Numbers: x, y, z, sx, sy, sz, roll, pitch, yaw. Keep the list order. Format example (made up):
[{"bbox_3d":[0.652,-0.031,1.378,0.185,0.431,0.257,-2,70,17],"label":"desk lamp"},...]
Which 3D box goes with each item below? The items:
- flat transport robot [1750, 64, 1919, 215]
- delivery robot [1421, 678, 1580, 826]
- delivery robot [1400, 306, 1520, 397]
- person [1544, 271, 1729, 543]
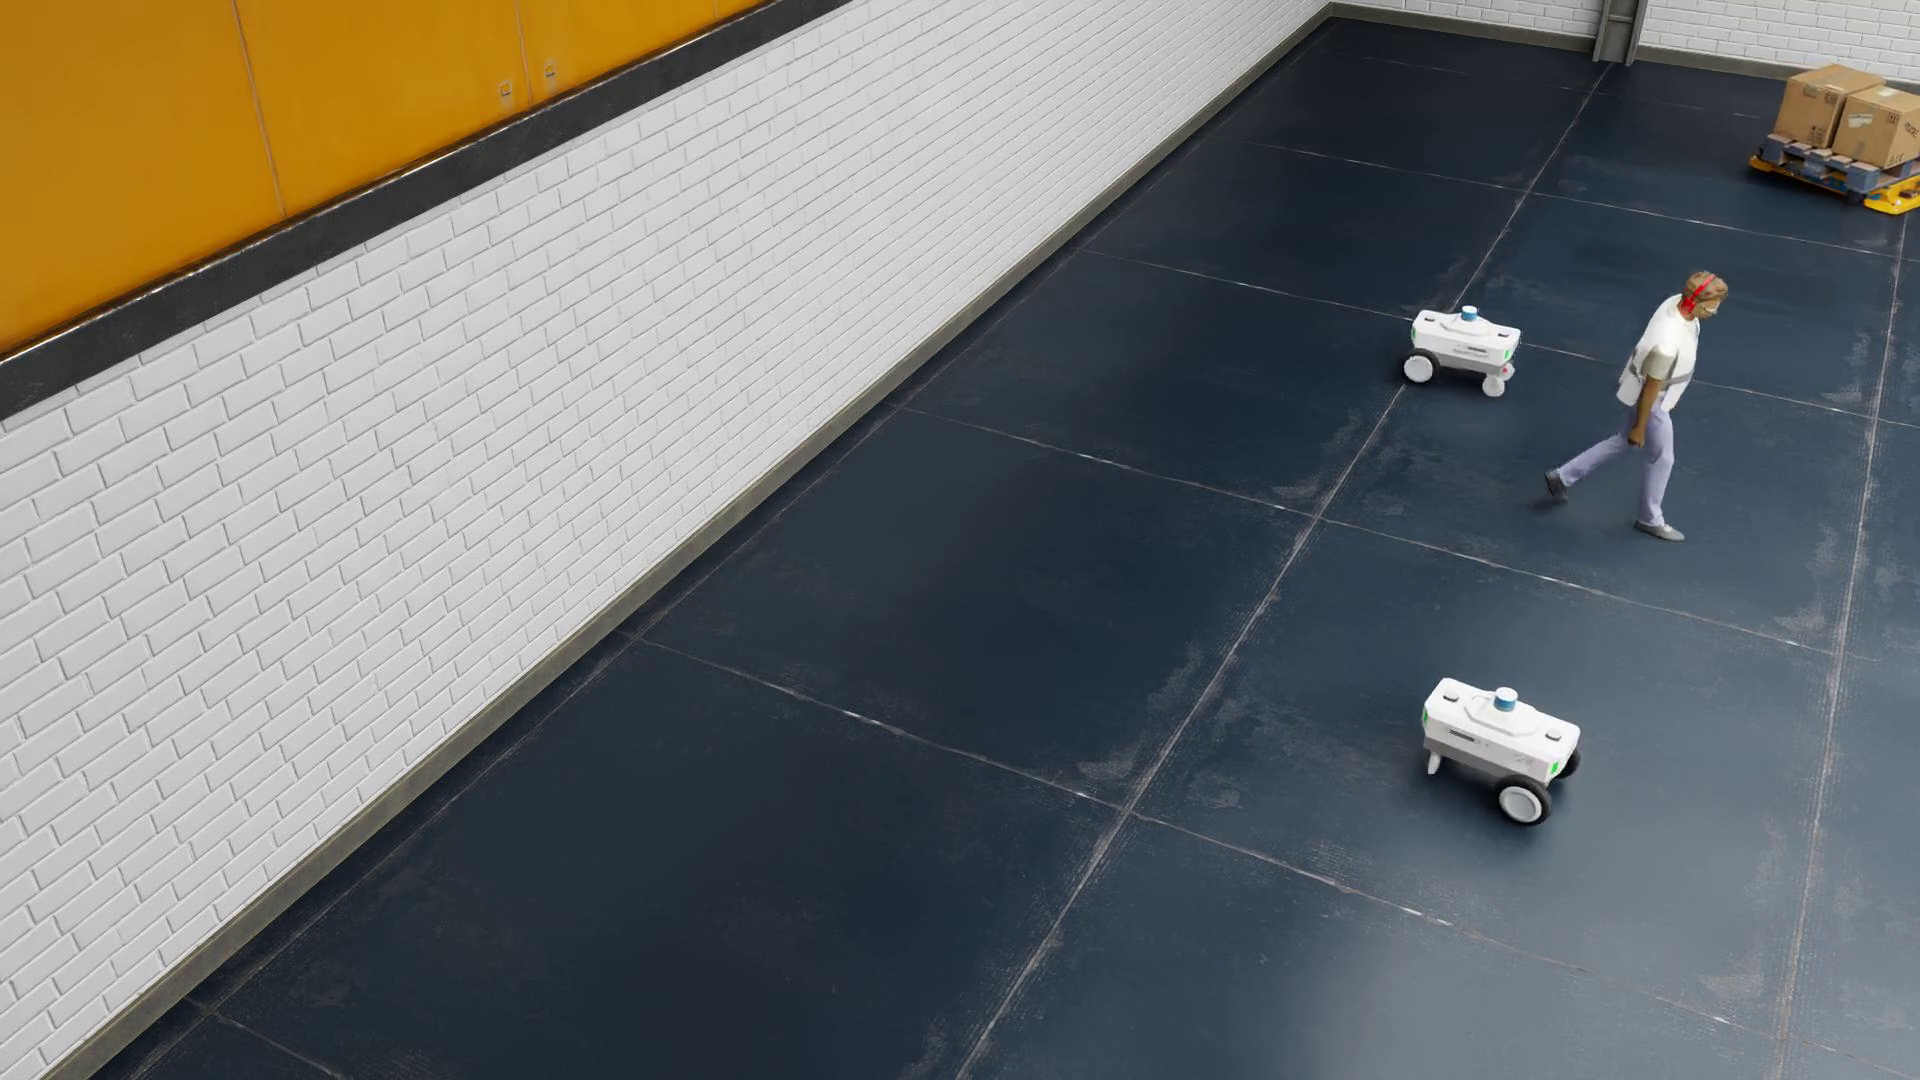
[{"bbox_3d":[7.895,-3.270,14.843,0.659,0.231,1.431,-21,39,-28],"label":"flat transport robot"},{"bbox_3d":[2.690,1.004,8.239,0.779,0.608,0.525,21,39,28],"label":"delivery robot"},{"bbox_3d":[3.526,-1.363,11.765,0.796,0.612,0.499,16,37,23],"label":"delivery robot"},{"bbox_3d":[4.023,-0.820,9.825,0.811,1.794,0.604,13,36,18],"label":"person"}]
